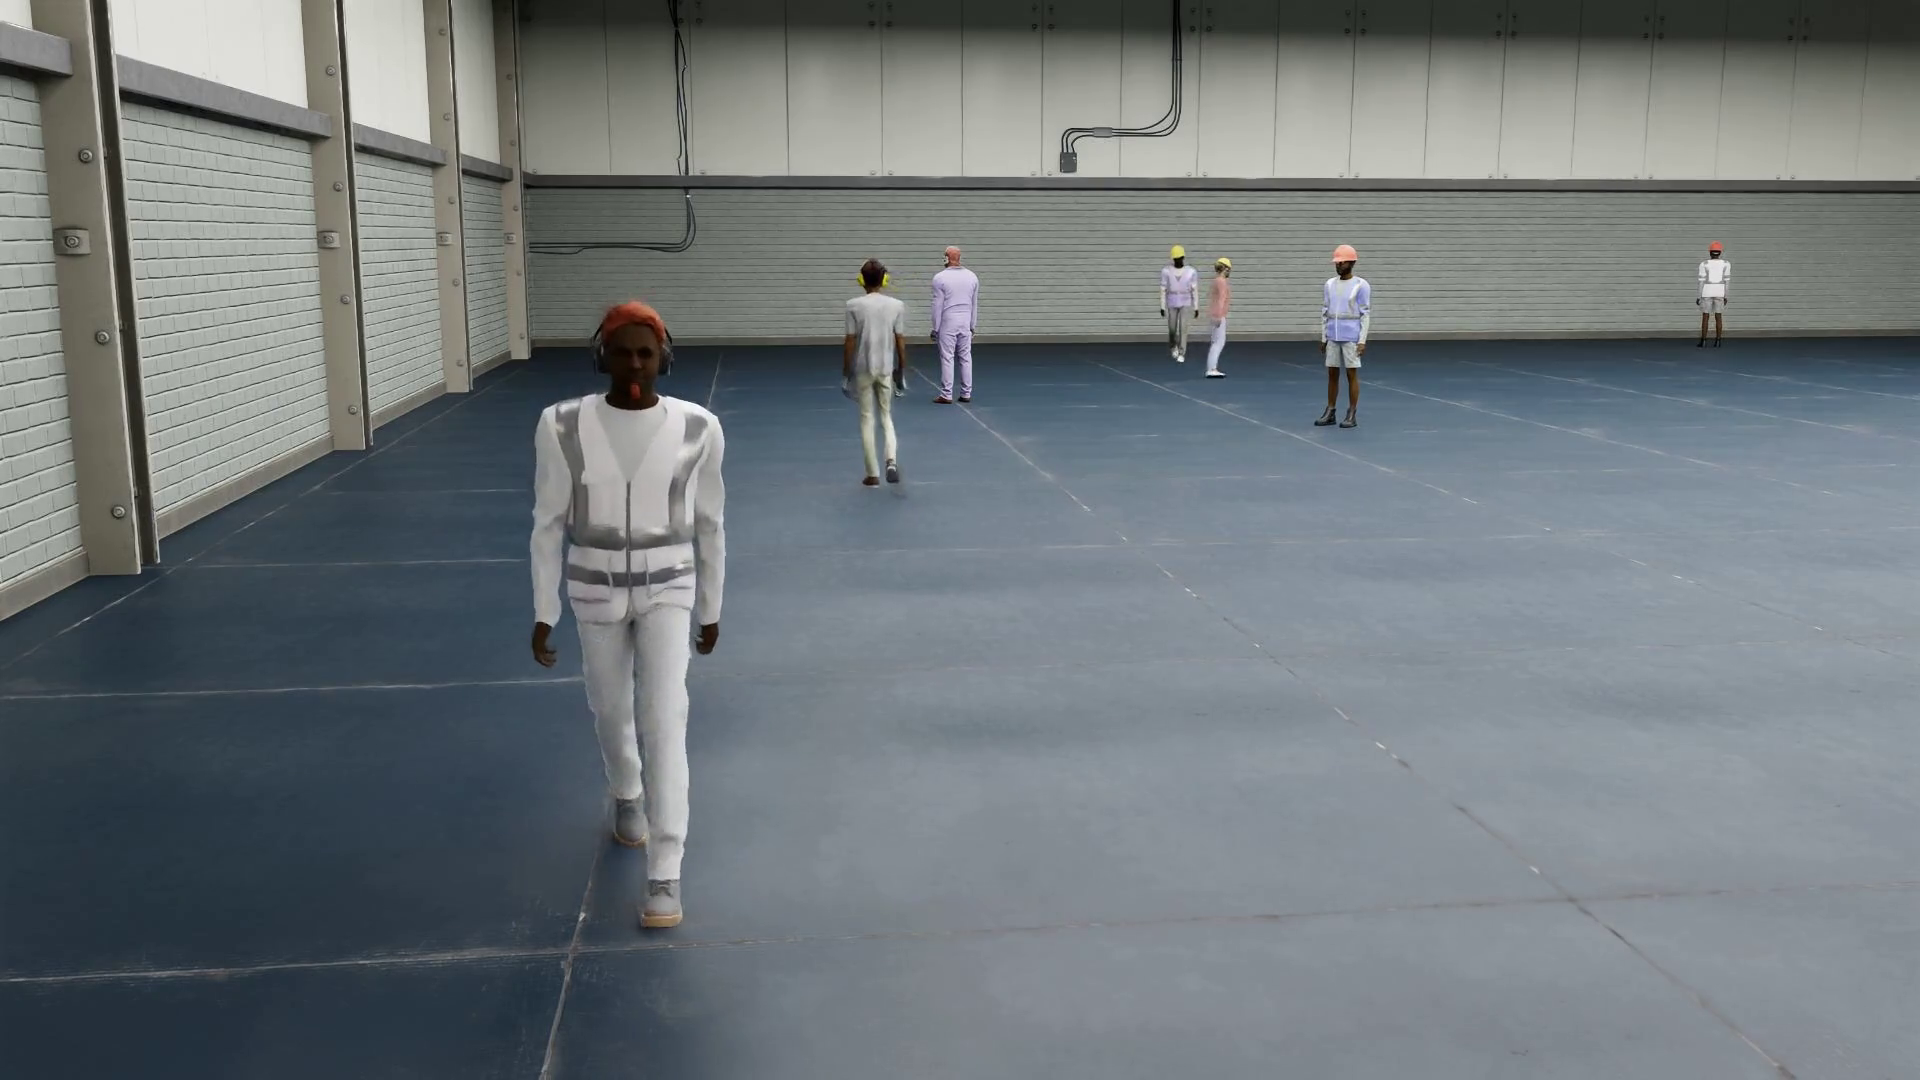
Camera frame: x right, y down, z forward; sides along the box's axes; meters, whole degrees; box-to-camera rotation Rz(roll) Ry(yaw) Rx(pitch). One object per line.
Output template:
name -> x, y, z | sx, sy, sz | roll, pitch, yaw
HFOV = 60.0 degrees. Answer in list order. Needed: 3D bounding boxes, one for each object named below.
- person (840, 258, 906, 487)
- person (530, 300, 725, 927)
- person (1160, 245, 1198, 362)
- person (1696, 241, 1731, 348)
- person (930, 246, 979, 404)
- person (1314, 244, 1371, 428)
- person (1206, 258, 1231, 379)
person -> -0.717, -1.343, 13.465 | 0.511, 1.856, 0.377 | -4, 11, -20
person -> -1.019, 0.171, 5.199 | 0.580, 1.844, 0.957 | -1, 10, -7
person -> 3.581, -3.856, 27.108 | 0.621, 1.900, 0.649 | 3, 11, 15
person -> 13.793, -4.494, 30.488 | 0.543, 1.939, 0.362 | 2, 11, 11
person -> -0.089, -2.611, 20.251 | 0.643, 1.910, 0.411 | -7, 12, -33
person -> 4.075, -2.161, 17.699 | 0.373, 1.939, 0.545 | -10, 14, -44
person -> 3.723, -3.183, 23.889 | 0.430, 1.720, 0.657 | -1, 10, -8
